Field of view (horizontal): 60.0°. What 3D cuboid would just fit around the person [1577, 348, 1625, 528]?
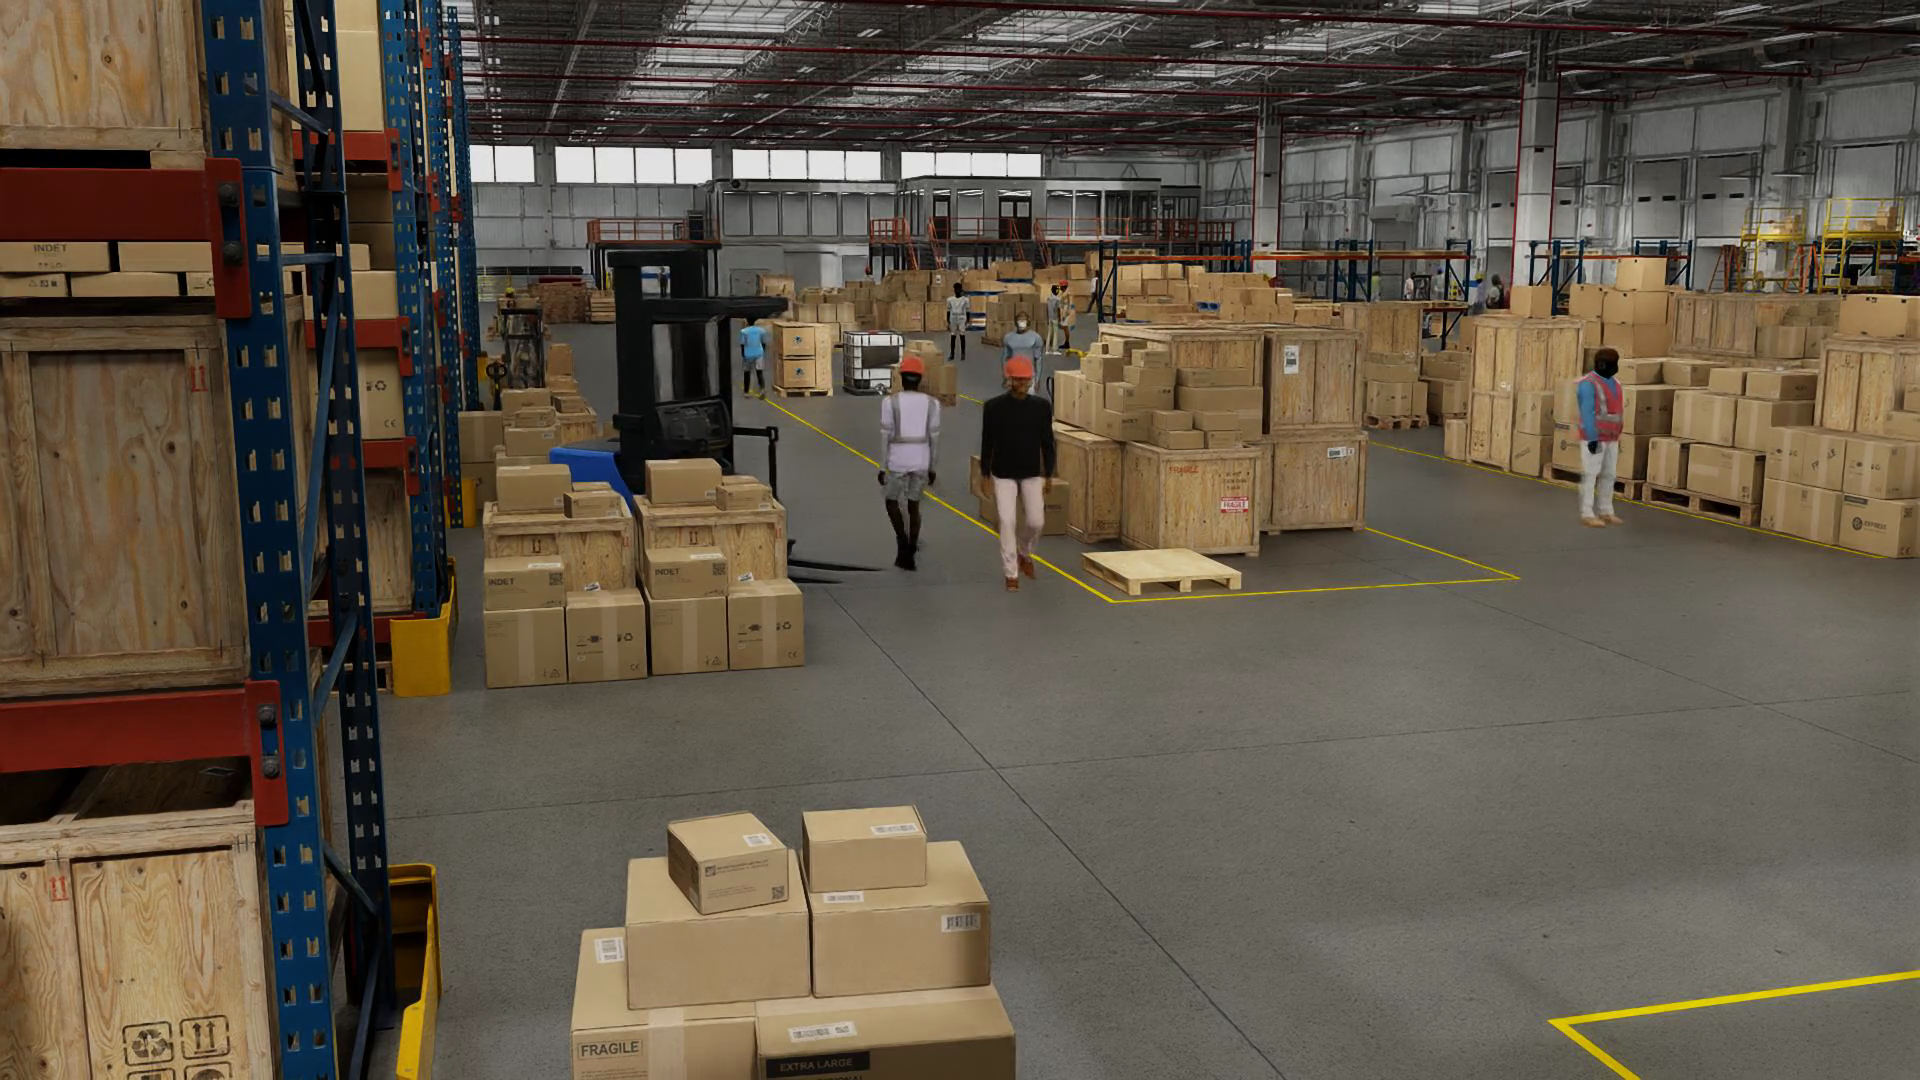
[{"bbox_3d":[6.572,-1.046,17.050,0.631,1.842,0.428,-7,12,-35],"label":"person"}]

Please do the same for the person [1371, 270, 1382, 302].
[{"bbox_3d":[18.486,-11.110,74.086,0.634,1.821,0.700,9,13,41],"label":"person"}]

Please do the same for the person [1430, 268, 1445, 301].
[{"bbox_3d":[21.065,-11.010,73.277,0.618,1.891,0.986,1,10,5],"label":"person"}]

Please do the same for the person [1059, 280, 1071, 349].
[{"bbox_3d":[2.937,-6.359,46.860,0.374,1.934,0.548,2,10,9],"label":"person"}]

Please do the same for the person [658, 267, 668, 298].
[{"bbox_3d":[-15.712,-13.557,88.031,0.533,1.796,0.986,-3,10,-17],"label":"person"}]

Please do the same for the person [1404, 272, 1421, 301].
[{"bbox_3d":[18.378,-9.975,67.608,0.625,1.841,0.429,4,11,22],"label":"person"}]

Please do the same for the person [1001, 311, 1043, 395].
[{"bbox_3d":[0.891,-2.341,24.094,0.630,1.940,0.372,4,11,21],"label":"person"}]

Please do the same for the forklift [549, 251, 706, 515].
[{"bbox_3d":[-2.647,-1.154,14.706,1.873,2.768,1.129,6,12,29],"label":"forklift"}]

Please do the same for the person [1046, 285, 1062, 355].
[{"bbox_3d":[2.492,-5.832,44.103,0.320,1.858,0.522,-9,13,-42],"label":"person"}]

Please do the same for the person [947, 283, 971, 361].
[{"bbox_3d":[-0.043,-5.482,41.800,0.608,1.965,0.369,2,10,12],"label":"person"}]

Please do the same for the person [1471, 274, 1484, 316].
[{"bbox_3d":[18.413,-8.564,59.509,0.747,1.880,0.611,4,11,21],"label":"person"}]

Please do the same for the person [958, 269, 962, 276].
[{"bbox_3d":[-0.051,-10.348,69.508,0.419,1.922,0.547,2,10,9],"label":"person"}]

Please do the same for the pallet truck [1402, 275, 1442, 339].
[{"bbox_3d":[14.620,-7.324,52.145,0.823,1.965,1.885,8,13,40],"label":"pallet truck"}]

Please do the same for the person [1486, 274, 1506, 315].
[{"bbox_3d":[16.703,-7.266,51.694,0.686,2.000,0.855,-7,12,-34],"label":"person"}]

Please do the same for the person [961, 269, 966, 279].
[{"bbox_3d":[0.289,-11.504,76.298,1.028,1.839,0.600,5,11,25],"label":"person"}]

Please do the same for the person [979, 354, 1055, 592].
[{"bbox_3d":[0.472,-0.559,13.879,0.648,1.981,0.426,-1,10,-6],"label":"person"}]

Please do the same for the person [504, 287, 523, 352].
[{"bbox_3d":[-12.222,-5.994,45.286,0.372,1.751,0.540,2,10,12],"label":"person"}]

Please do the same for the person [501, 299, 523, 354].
[{"bbox_3d":[-10.480,-4.807,38.893,0.511,1.644,0.309,-6,12,-30],"label":"person"}]

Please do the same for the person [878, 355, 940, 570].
[{"bbox_3d":[-0.461,-0.681,14.759,0.571,1.914,0.423,-3,11,-18],"label":"person"}]

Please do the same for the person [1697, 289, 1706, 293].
[{"bbox_3d":[16.480,-4.645,37.205,0.653,1.921,0.424,-4,11,-20],"label":"person"}]

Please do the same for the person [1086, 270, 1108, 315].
[{"bbox_3d":[5.762,-10.347,69.637,1.009,1.867,0.597,-3,10,-15],"label":"person"}]

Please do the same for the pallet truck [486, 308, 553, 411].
[{"bbox_3d":[-6.242,-2.418,24.362,0.823,1.965,1.885,1,10,3],"label":"pallet truck"}]

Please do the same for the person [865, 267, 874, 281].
[{"bbox_3d":[-3.878,-10.609,70.753,0.391,1.995,0.613,-6,12,-32],"label":"person"}]

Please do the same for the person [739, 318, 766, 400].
[{"bbox_3d":[-3.862,-3.460,31.205,0.530,1.667,0.810,-4,11,-22],"label":"person"}]
